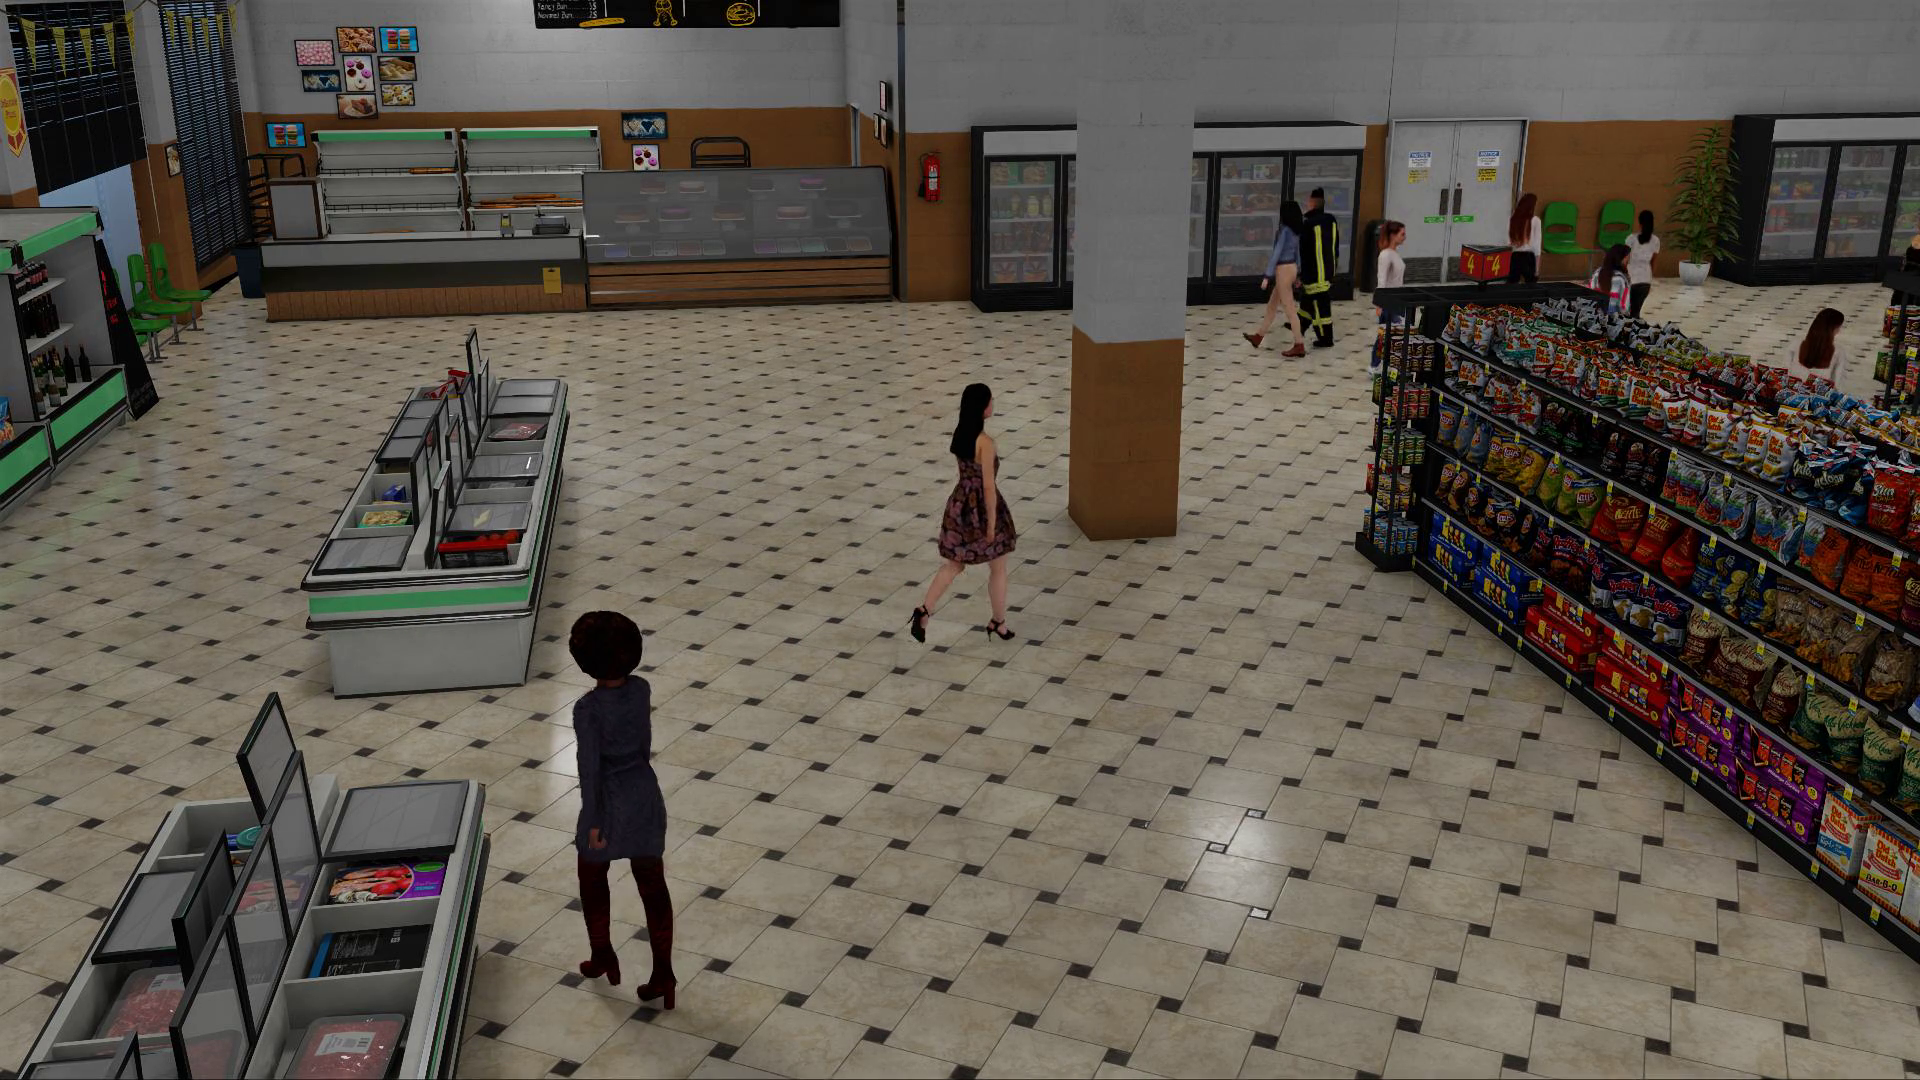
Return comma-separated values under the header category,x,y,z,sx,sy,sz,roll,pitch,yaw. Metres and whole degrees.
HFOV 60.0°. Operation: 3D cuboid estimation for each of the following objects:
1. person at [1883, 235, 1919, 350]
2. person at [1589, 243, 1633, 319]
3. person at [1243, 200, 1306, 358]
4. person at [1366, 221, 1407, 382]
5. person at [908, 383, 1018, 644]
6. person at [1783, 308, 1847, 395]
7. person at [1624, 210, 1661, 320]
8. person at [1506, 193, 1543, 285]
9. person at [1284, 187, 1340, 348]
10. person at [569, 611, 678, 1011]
category,x,y,z,sx,sy,sz,roll,pitch,yaw
person,10.991,-2.959,19.164,0.771,1.597,0.485,1,19,2
person,6.540,-2.230,17.017,0.832,1.588,0.920,12,22,31
person,3.775,-2.930,18.861,1.154,1.736,1.086,12,22,32
person,4.462,-2.532,17.720,0.786,1.710,0.705,9,21,25
person,0.026,-0.103,10.455,1.049,1.749,1.120,-15,24,-38
person,6.704,-0.981,13.175,0.914,1.675,0.992,9,20,24
person,7.755,-2.923,19.013,0.667,1.625,0.655,1,19,2
person,6.569,-3.166,19.605,1.128,1.707,1.142,17,25,41
person,4.204,-3.137,19.314,1.097,1.839,1.217,-15,24,-38
person,-1.337,1.151,6.842,0.868,1.683,0.785,15,24,37
